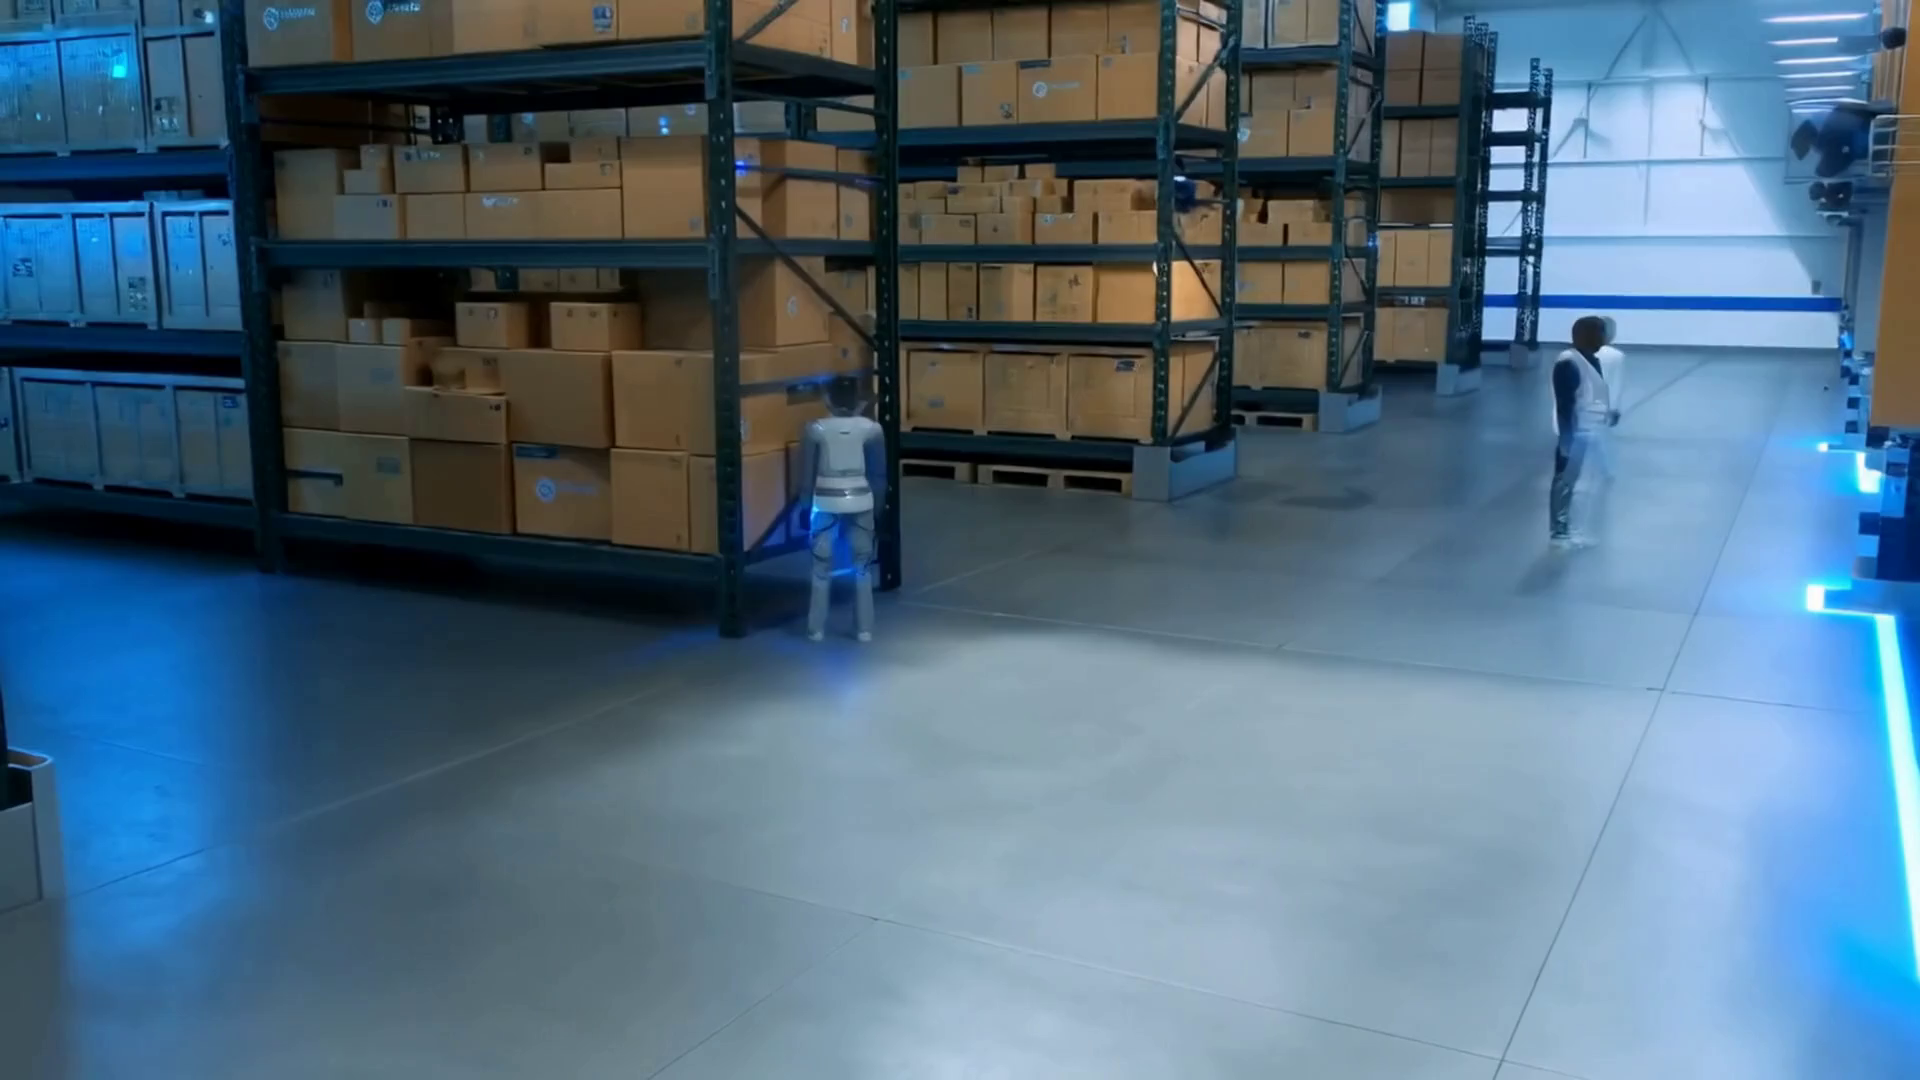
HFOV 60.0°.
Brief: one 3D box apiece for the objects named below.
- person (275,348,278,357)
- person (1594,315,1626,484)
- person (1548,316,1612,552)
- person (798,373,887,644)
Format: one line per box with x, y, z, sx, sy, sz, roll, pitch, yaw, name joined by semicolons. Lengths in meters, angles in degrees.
-8.005;-1.986;19.465;0.363;1.939;0.542;-3;10;-16;person
6.348;-1.388;16.642;0.836;1.723;0.570;-9;13;-41;person
4.881;-0.834;13.083;0.429;1.841;0.633;9;13;42;person
-0.691;-0.172;9.876;0.527;1.630;0.315;-2;10;-11;person
